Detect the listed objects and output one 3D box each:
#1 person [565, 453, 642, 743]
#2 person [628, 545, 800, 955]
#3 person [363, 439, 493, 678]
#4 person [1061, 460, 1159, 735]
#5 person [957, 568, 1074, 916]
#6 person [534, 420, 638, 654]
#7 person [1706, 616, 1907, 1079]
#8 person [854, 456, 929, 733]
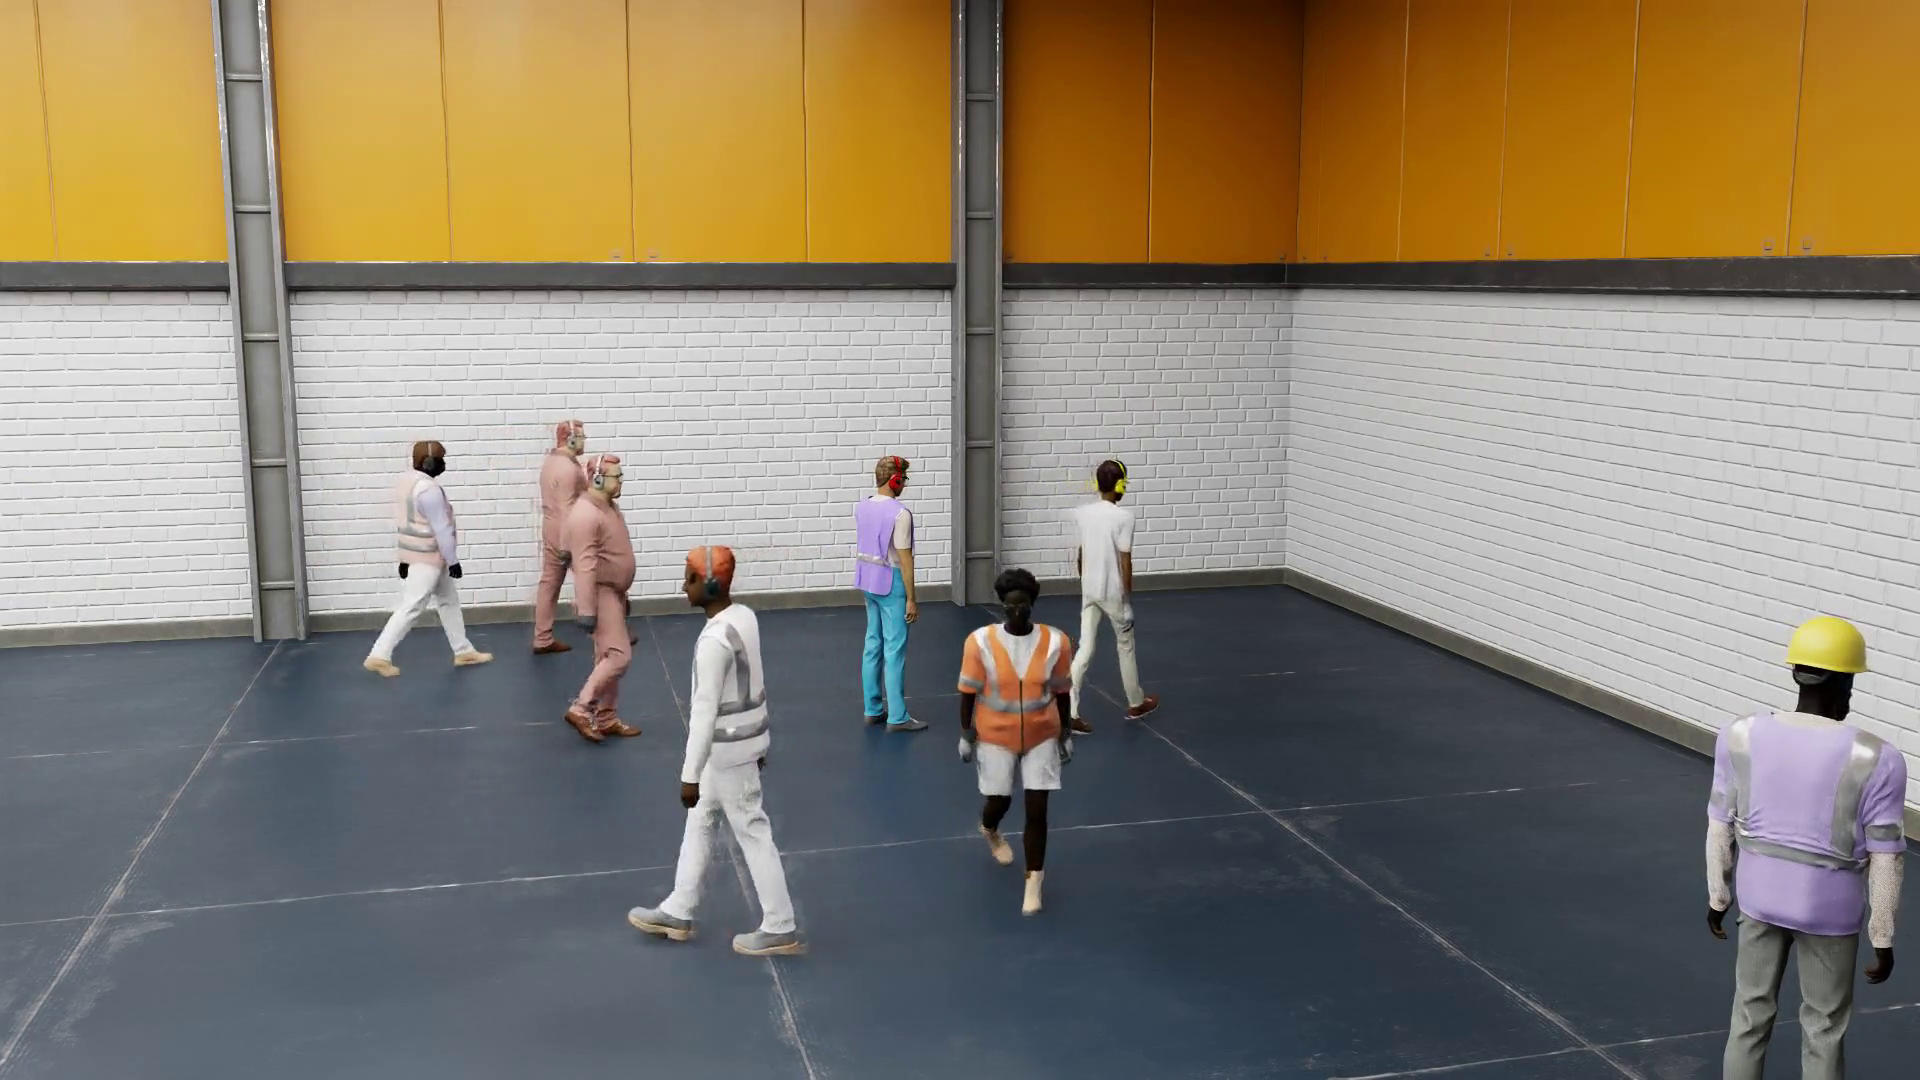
[{"bbox_3d":[-2.279,0.380,10.757,0.418,1.895,0.648,0,9,1],"label":"person"},{"bbox_3d":[-1.135,0.939,7.352,0.919,1.848,0.599,1,9,4],"label":"person"},{"bbox_3d":[-4.092,0.135,12.603,0.973,1.801,0.606,-5,10,-28],"label":"person"},{"bbox_3d":[0.974,0.374,11.067,0.530,1.812,1.019,7,12,39],"label":"person"},{"bbox_3d":[0.261,0.919,8.045,0.567,1.666,0.611,-1,9,-4],"label":"person"},{"bbox_3d":[-3.032,-0.026,13.313,0.897,1.869,0.657,-6,11,-31],"label":"person"},{"bbox_3d":[2.784,1.202,5.502,0.594,1.922,0.384,9,13,43],"label":"person"},{"bbox_3d":[-0.489,0.359,11.032,0.390,1.838,0.564,-7,12,-38],"label":"person"}]
